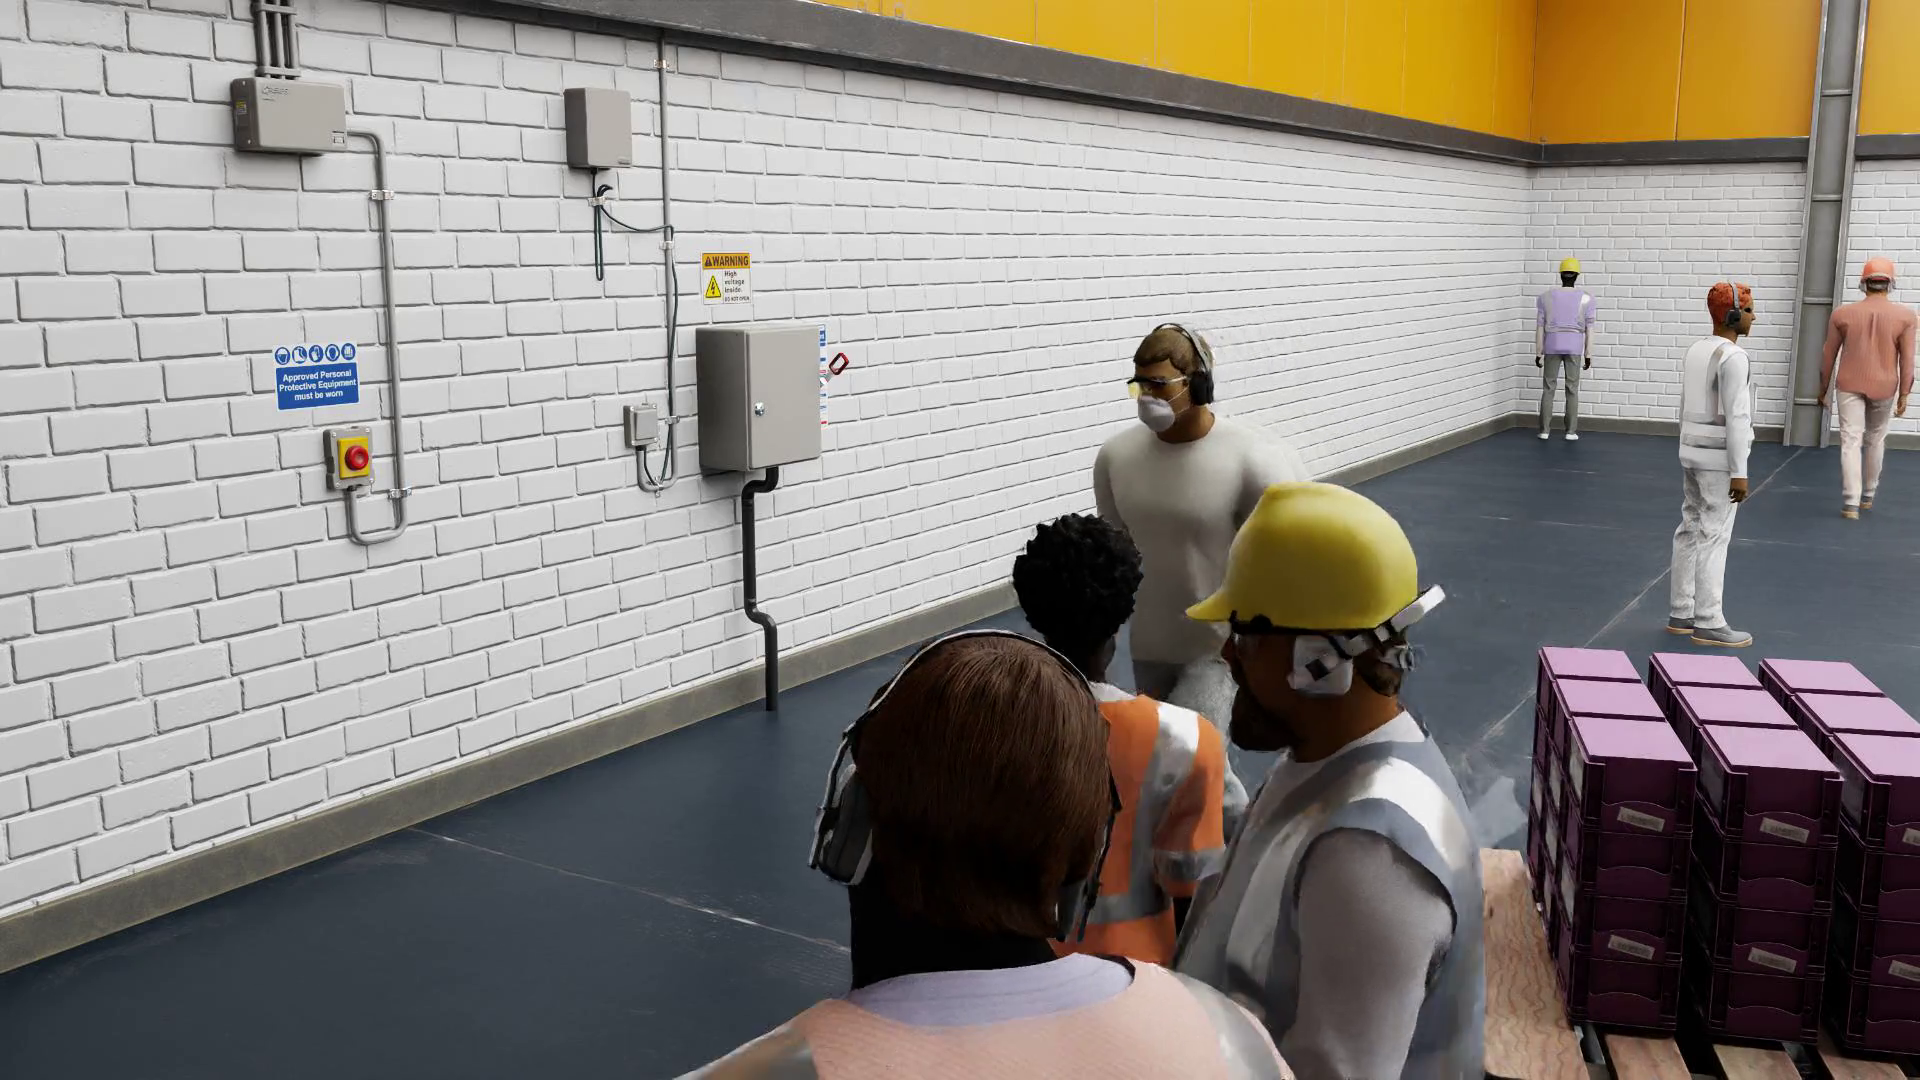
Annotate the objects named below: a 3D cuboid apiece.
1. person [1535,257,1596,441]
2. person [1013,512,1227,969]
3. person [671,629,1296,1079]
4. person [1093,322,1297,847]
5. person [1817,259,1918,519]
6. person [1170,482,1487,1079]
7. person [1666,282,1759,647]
[{"bbox_3d":[6.345,-1.999,17.487,0.583,1.919,0.388,3,11,18],"label":"person"},{"bbox_3d":[0.176,0.784,2.795,0.537,1.658,0.884,1,10,3],"label":"person"},{"bbox_3d":[-0.042,0.977,1.314,0.682,1.811,0.437,-7,13,-35],"label":"person"},{"bbox_3d":[0.651,0.333,4.697,1.057,1.885,0.645,-9,14,-41],"label":"person"},{"bbox_3d":[6.957,-1.176,12.810,0.626,1.944,0.985,4,11,22],"label":"person"},{"bbox_3d":[0.508,0.829,2.156,0.733,1.805,0.608,1,10,6],"label":"person"},{"bbox_3d":[3.946,-0.392,8.680,0.356,1.883,0.572,0,10,-2],"label":"person"}]
